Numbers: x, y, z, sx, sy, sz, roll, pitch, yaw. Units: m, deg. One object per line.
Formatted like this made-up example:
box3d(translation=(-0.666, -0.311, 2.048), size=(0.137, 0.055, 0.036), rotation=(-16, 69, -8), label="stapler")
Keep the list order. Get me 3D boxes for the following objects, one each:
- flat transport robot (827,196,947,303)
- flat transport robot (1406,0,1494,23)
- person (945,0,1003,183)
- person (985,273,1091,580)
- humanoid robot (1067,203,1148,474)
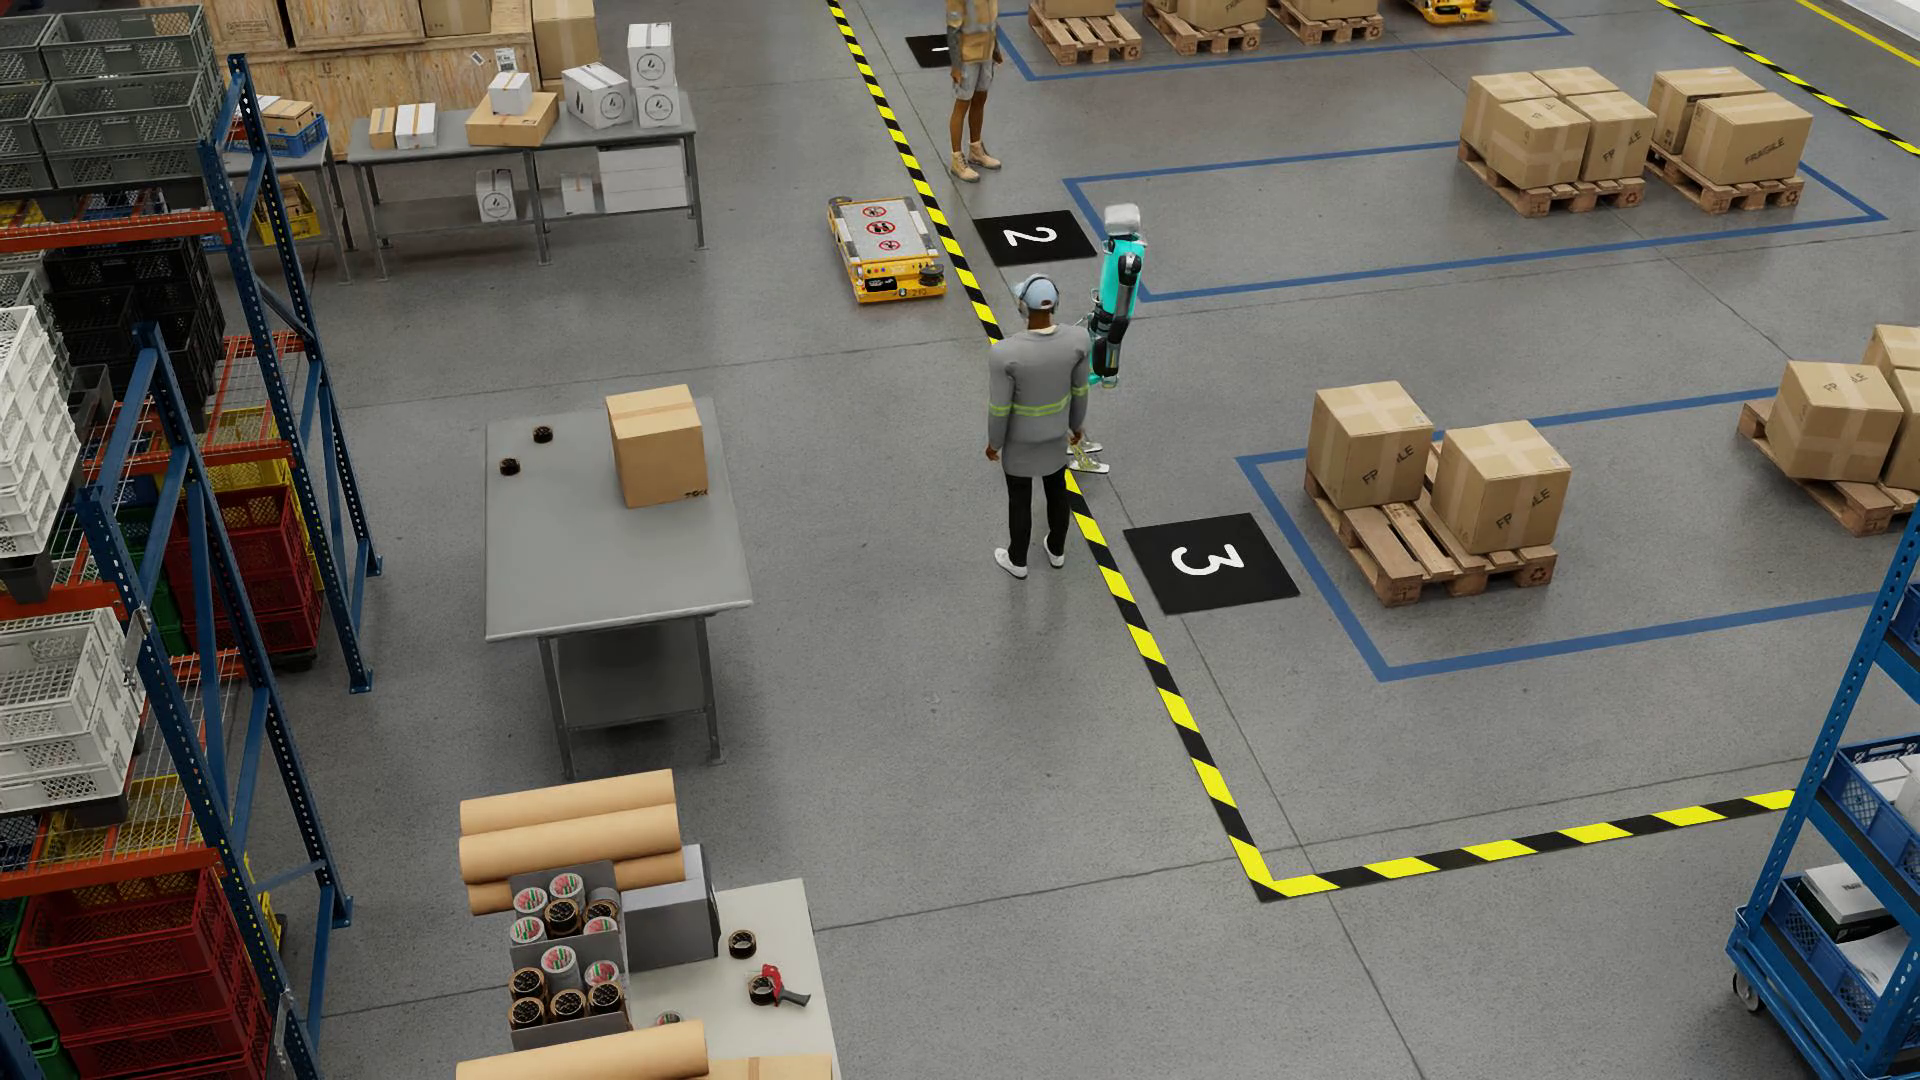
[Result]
box3d(translation=(-0.570, -2.220, 12.538), size=(0.659, 0.231, 1.431), rotation=(-8, 37, -10), label="flat transport robot")
box3d(translation=(4.885, -5.691, 17.180), size=(0.652, 0.197, 1.431), rotation=(-8, 37, -10), label="flat transport robot")
box3d(translation=(0.136, -3.902, 13.315), size=(0.382, 2.041, 0.605), rotation=(26, 44, 30), label="person")
box3d(translation=(0.404, -0.617, 9.056), size=(0.597, 1.850, 0.386), rotation=(-14, 39, -18), label="person")
box3d(translation=(0.684, -1.170, 9.783), size=(0.723, 1.677, 0.533), rotation=(-1, 37, -1), label="humanoid robot")
